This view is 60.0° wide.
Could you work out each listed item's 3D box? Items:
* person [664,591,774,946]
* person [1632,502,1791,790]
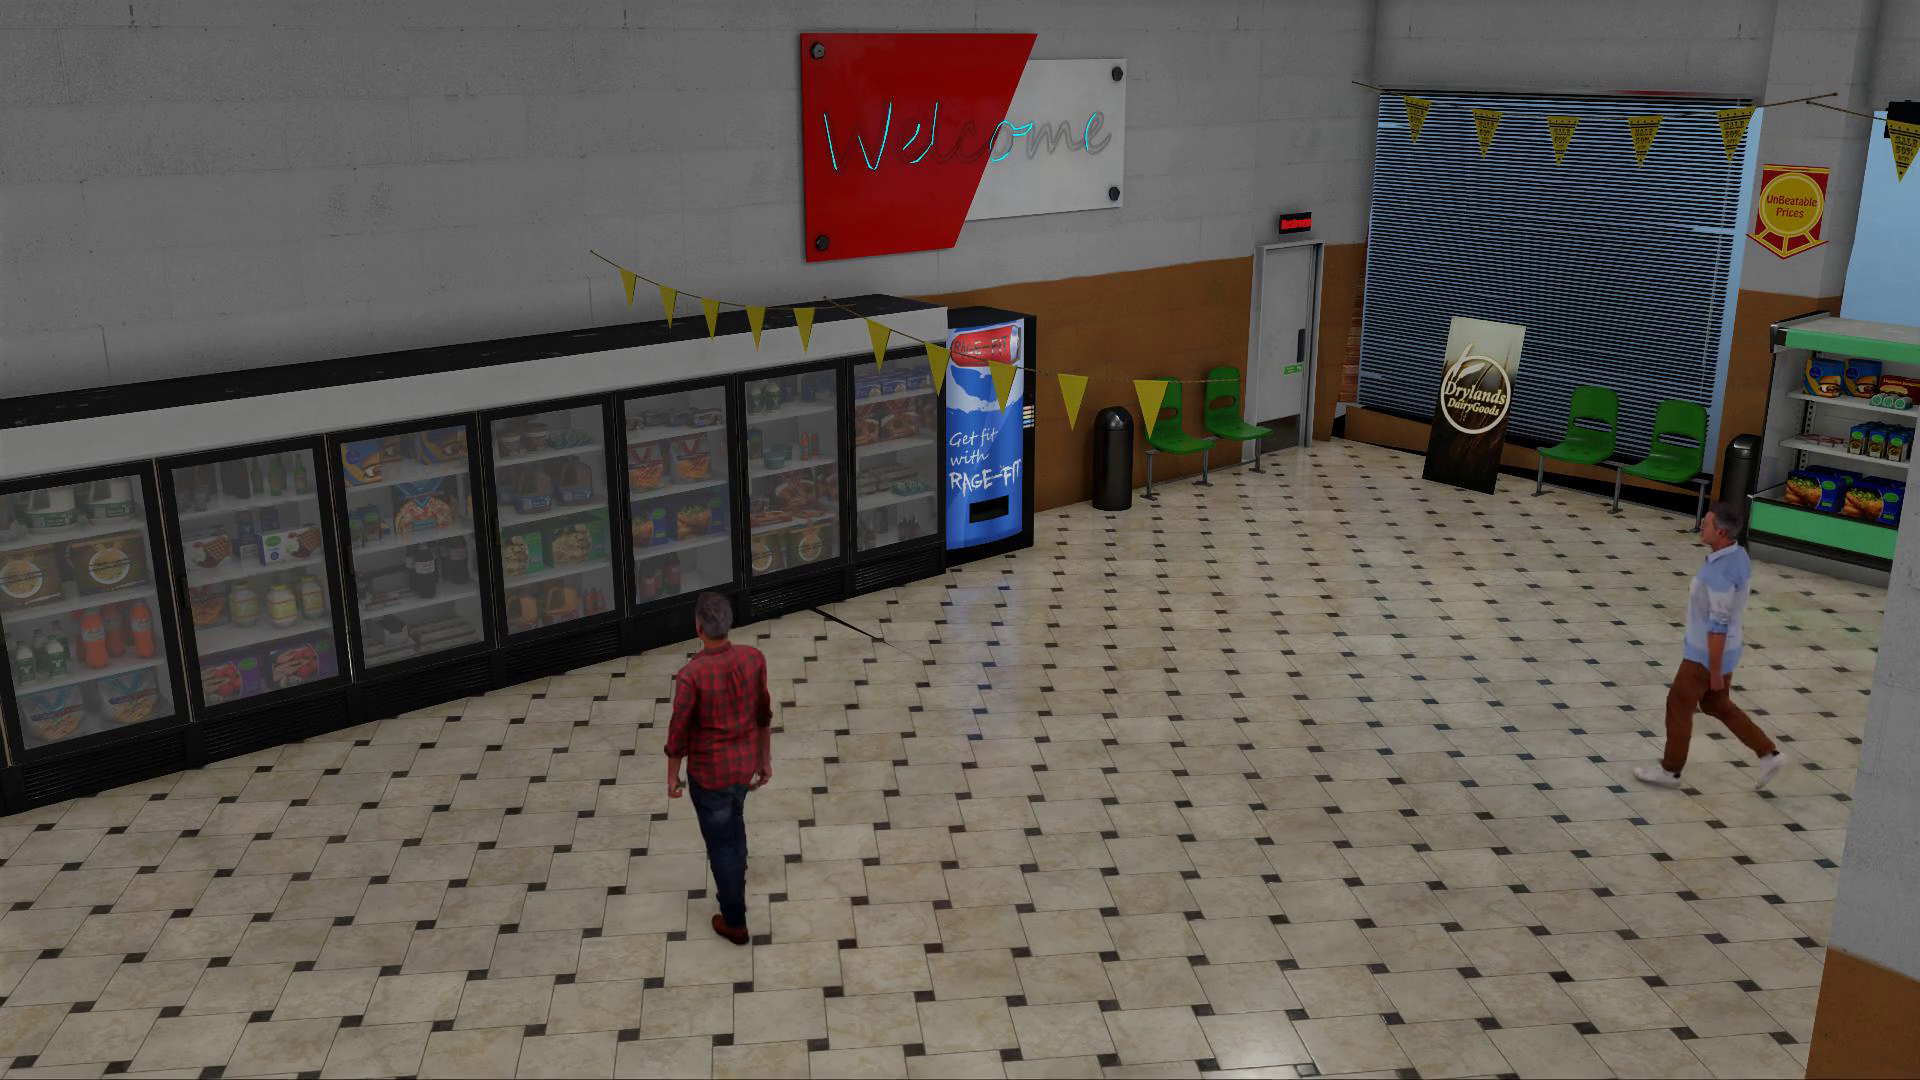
[{"bbox_3d":[-1.127,1.161,8.261,0.704,1.817,0.694,-14,22,-39],"label":"person"},{"bbox_3d":[4.564,0.671,9.898,1.134,1.804,0.826,12,20,34],"label":"person"}]
